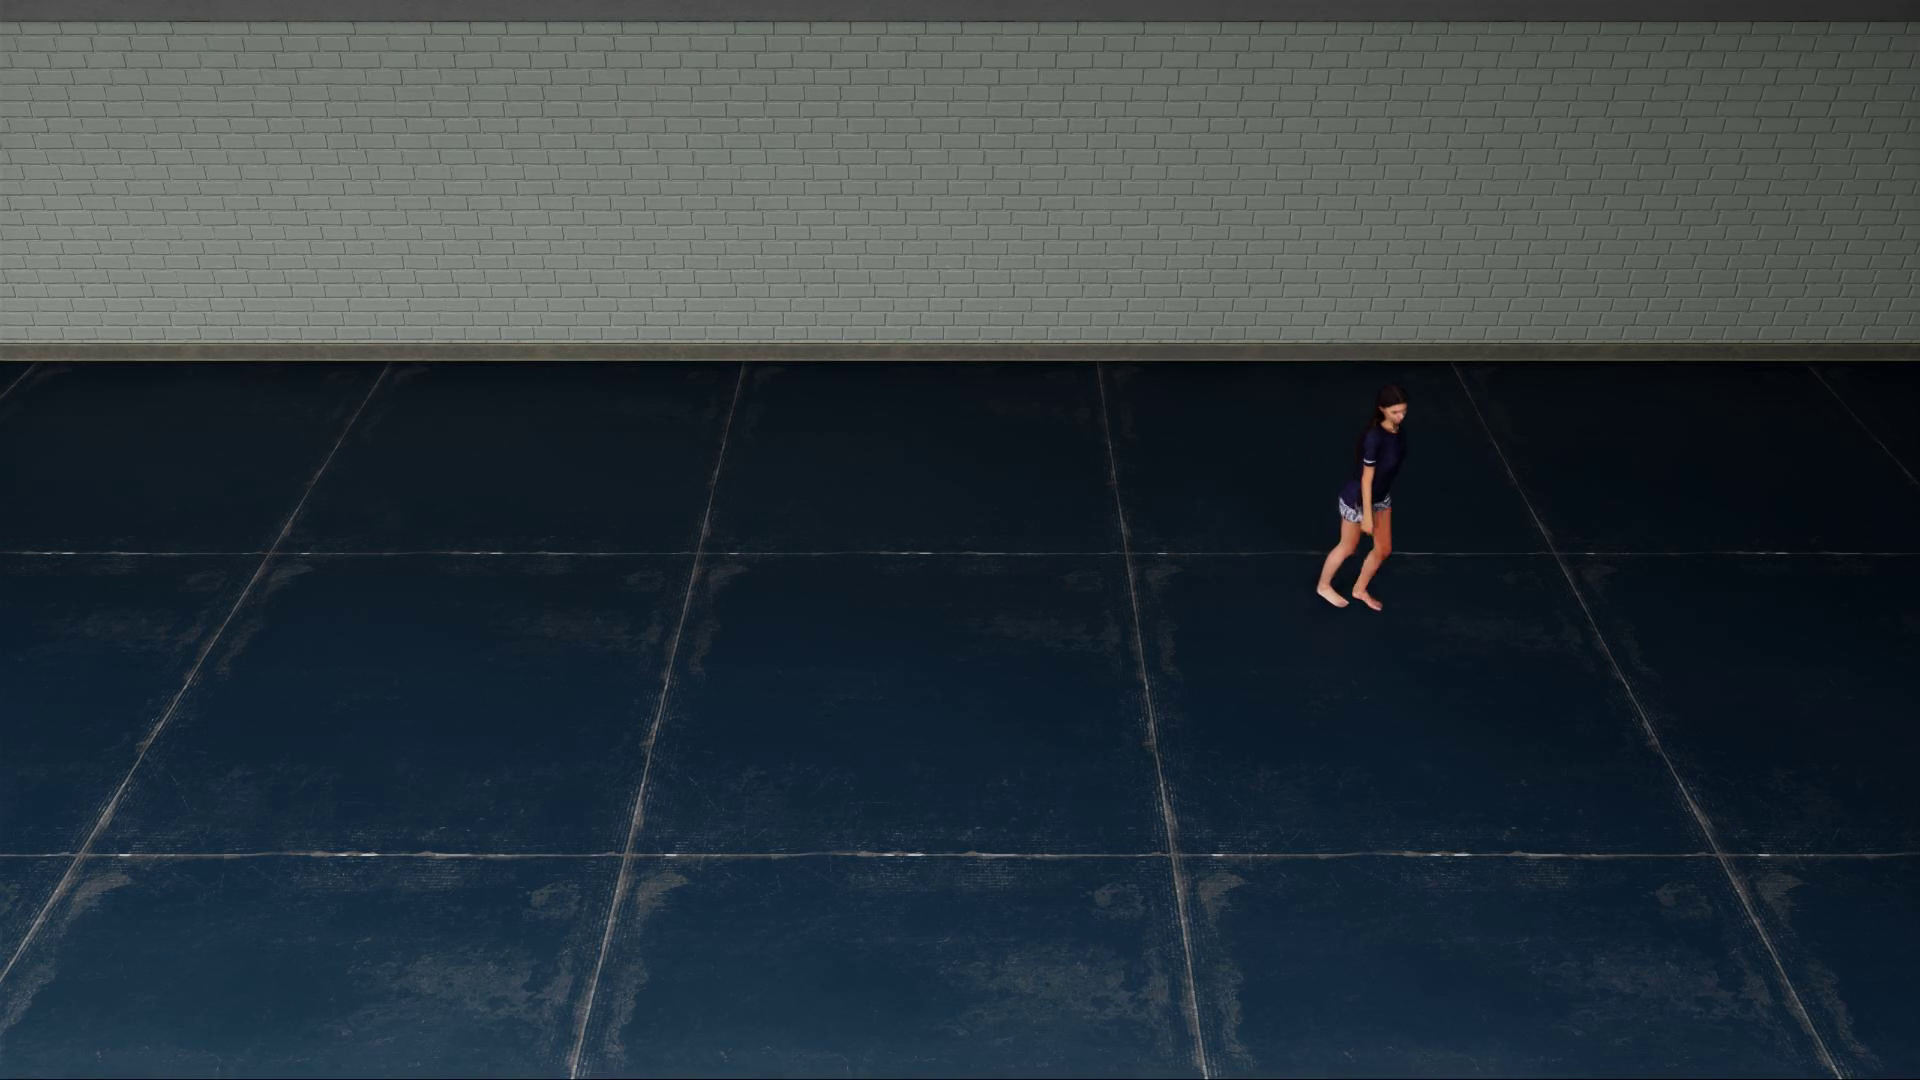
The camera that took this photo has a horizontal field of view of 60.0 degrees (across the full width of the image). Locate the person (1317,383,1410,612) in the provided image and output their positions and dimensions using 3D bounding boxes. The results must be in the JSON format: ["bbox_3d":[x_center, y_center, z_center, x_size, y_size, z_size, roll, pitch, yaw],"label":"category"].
[{"bbox_3d":[2.543,-0.290,10.634,0.842,1.730,0.783,21,38,29],"label":"person"}]
